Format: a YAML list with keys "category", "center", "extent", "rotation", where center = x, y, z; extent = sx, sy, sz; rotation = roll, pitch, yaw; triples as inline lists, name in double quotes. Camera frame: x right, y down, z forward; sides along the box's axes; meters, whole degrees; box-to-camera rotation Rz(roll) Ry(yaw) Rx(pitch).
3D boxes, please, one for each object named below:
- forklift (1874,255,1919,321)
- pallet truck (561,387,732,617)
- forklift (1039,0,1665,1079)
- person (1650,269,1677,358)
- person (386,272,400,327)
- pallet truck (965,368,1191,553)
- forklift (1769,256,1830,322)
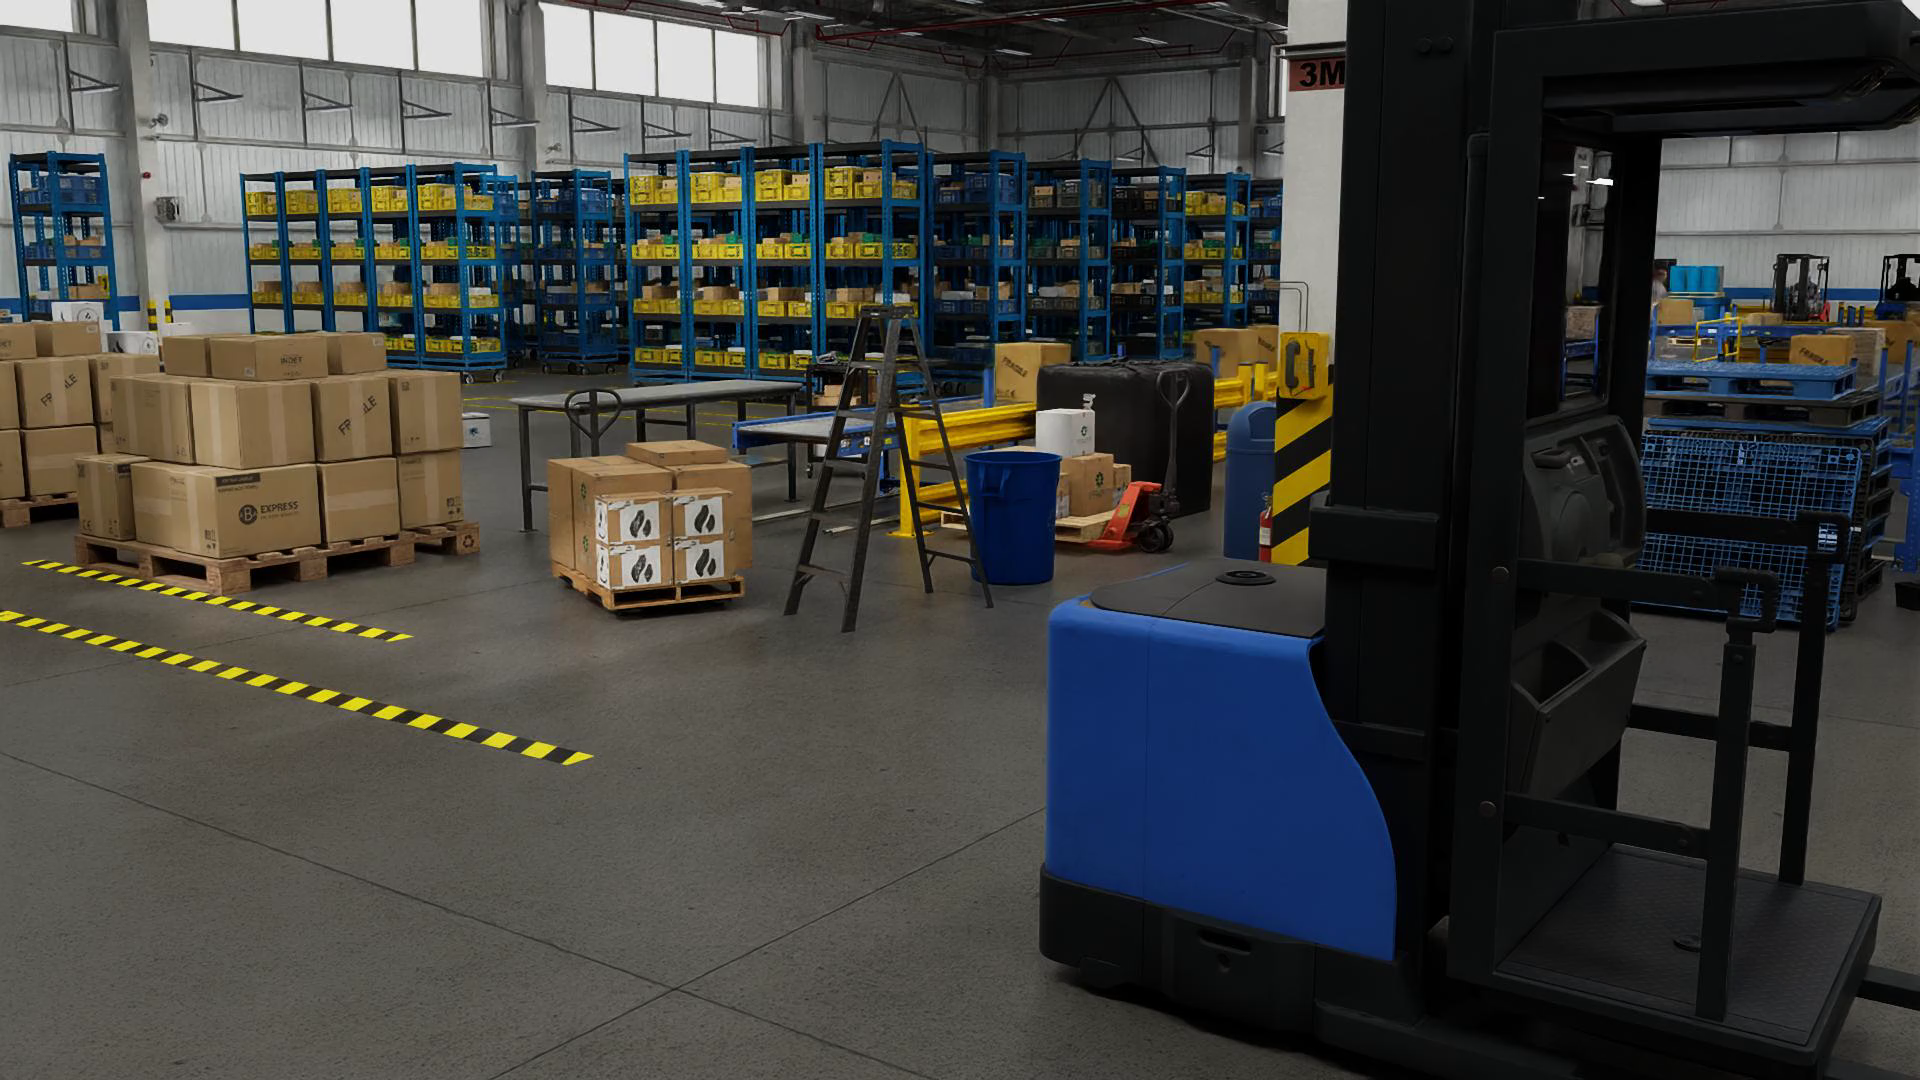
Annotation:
- category: "forklift"
  center: [22.089, -5.634, 38.796]
  extent: [1.157, 1.987, 2.680]
  rotation: [6, 11, 33]
- category: "pallet truck"
  center: [-1.981, -0.274, 10.088]
  extent: [0.680, 1.201, 1.601]
  rotation: [-5, 11, -28]
- category: "forklift"
  center: [1.249, -0.137, 4.360]
  extent: [1.873, 2.768, 1.129]
  rotation: [7, 12, 35]
- category: "person"
  center: [14.497, -4.737, 34.778]
  extent: [0.943, 1.870, 0.646]
  rotation: [0, 10, -2]
- category: "person"
  center: [-12.026, -4.894, 35.859]
  extent: [0.591, 1.804, 0.889]
  rotation: [8, 13, 40]
- category: "pallet truck"
  center: [0.845, -0.609, 11.869]
  extent: [1.630, 1.274, 0.653]
  rotation: [7, 12, 35]
- category: "forklift"
  center: [20.253, -5.854, 40.139]
  extent: [1.157, 1.987, 2.680]
  rotation: [7, 12, 35]
